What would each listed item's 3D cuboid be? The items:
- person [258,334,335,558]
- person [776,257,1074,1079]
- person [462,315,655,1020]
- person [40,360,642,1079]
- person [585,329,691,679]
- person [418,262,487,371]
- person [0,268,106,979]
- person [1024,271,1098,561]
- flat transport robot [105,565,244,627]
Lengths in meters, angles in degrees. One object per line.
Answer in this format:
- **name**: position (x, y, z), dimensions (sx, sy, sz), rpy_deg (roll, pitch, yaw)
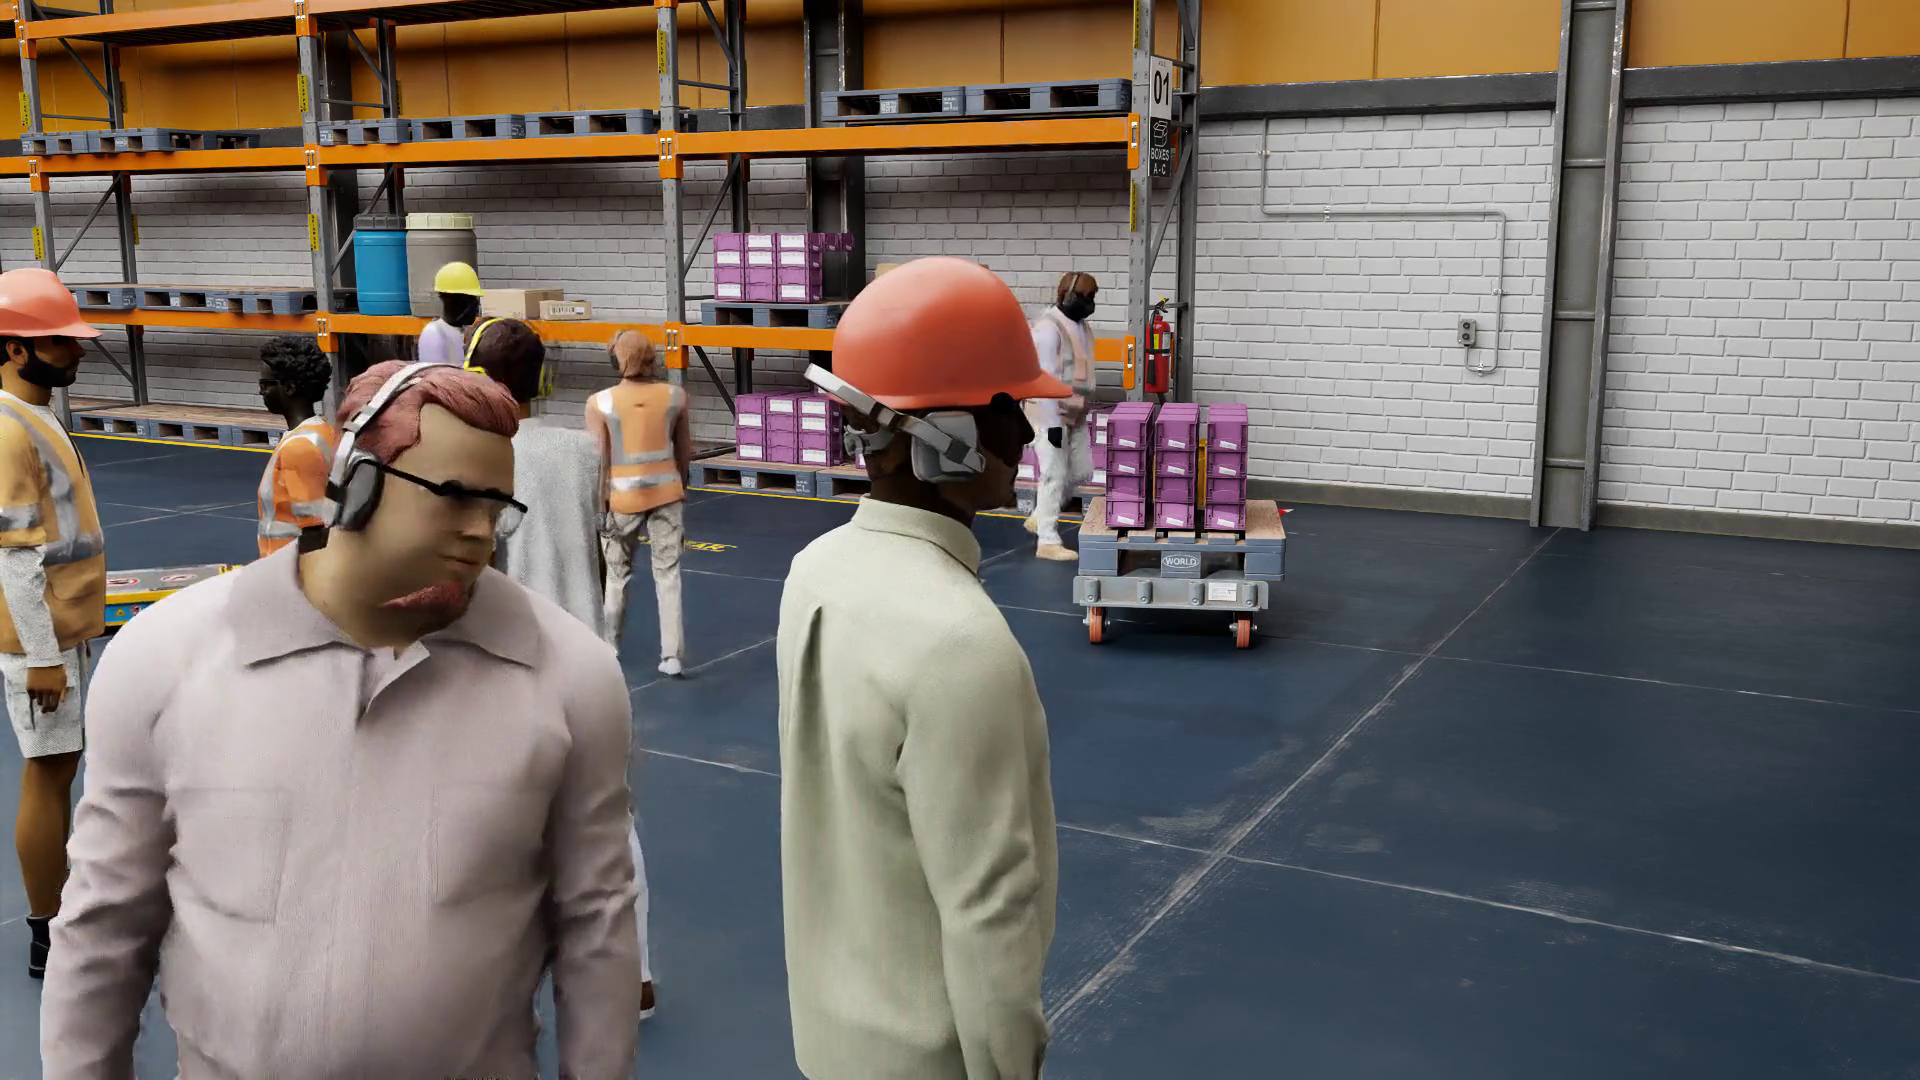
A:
- **person**: position (-2.216, 0.153, 5.676), dimensions (0.315, 1.696, 0.540), rpy_deg (-3, 11, -17)
- **person**: position (-0.042, 0.638, 2.198), dimensions (0.379, 1.996, 0.611), rpy_deg (-5, 11, -25)
- **person**: position (-1.138, 0.322, 4.430), dimensions (0.908, 1.810, 0.506), rpy_deg (9, 14, 42)
- **person**: position (-0.750, 0.717, 2.093), dimensions (0.713, 1.880, 0.527), rpy_deg (-3, 11, -18)
- **person**: position (-1.502, -0.182, 7.782), dimensions (0.517, 1.601, 0.747), rpy_deg (-5, 11, -24)
- **person**: position (-2.792, -0.625, 9.444), dimensions (0.989, 1.869, 0.617), rpy_deg (2, 10, 10)
- **person**: position (-2.486, 0.233, 4.578), dimensions (0.357, 1.937, 0.551), rpy_deg (-4, 11, -22)
- **person**: position (0.636, -0.767, 10.416), dimensions (0.445, 1.817, 0.632), rpy_deg (6, 12, 31)
- **flat transport robot**: position (-4.337, 0.308, 8.740), dimensions (1.431, 0.197, 0.652), rpy_deg (-4, 11, -23)
